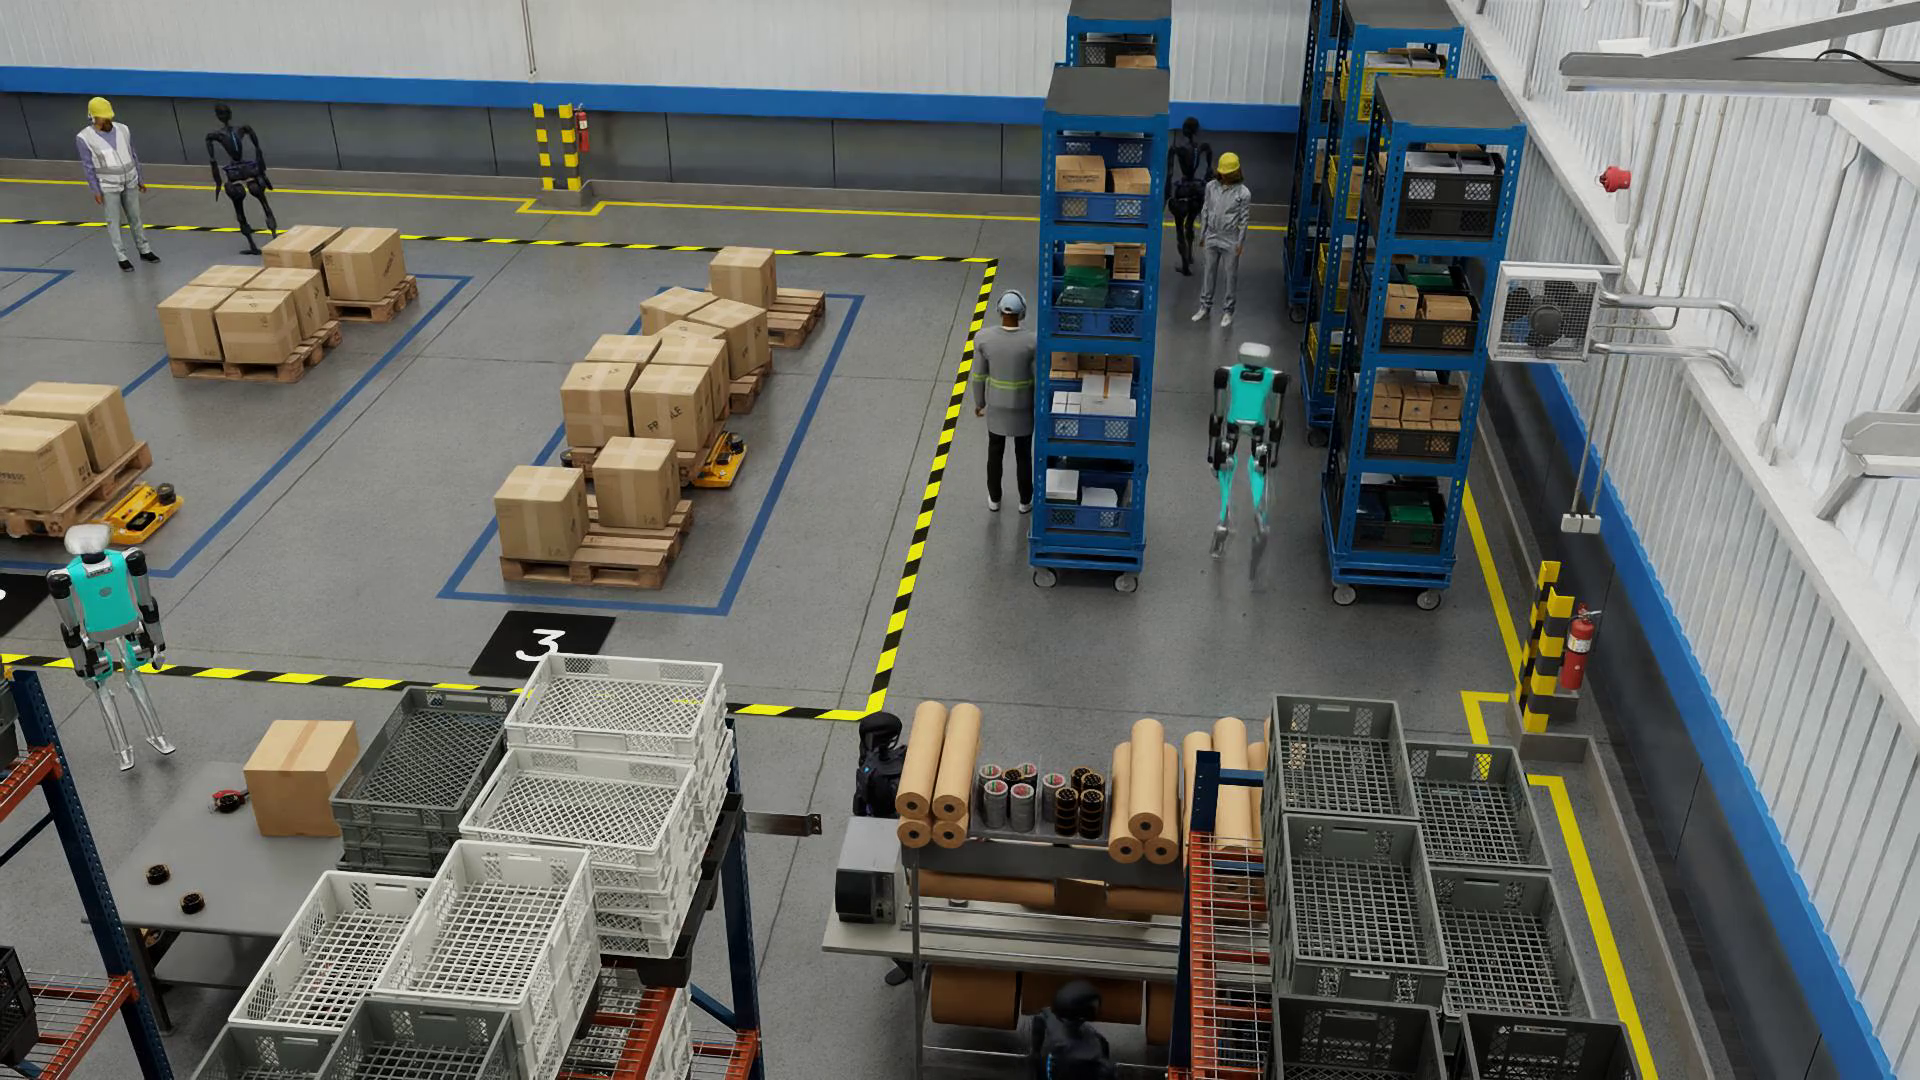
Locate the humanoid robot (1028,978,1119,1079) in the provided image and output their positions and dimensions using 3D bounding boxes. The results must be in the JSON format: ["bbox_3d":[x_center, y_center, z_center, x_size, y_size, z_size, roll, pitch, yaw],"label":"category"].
[{"bbox_3d":[0.502,2.473,7.018,0.386,1.648,0.603,-21,36,-32],"label":"humanoid robot"}]

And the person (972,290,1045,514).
[{"bbox_3d":[0.395,-1.076,12.947,0.588,1.853,0.394,7,31,12],"label":"person"}]

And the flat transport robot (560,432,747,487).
[{"bbox_3d":[-2.554,-0.707,13.861,1.431,0.197,0.652,3,30,6],"label":"flat transport robot"}]

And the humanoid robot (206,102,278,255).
[{"bbox_3d":[-7.719,-3.872,17.929,0.611,1.648,0.461,-20,36,-31],"label":"humanoid robot"}]

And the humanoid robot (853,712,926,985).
[{"bbox_3d":[-0.369,1.571,8.563,0.315,1.654,0.599,-15,34,-24],"label":"humanoid robot"}]

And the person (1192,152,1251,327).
[{"bbox_3d":[2.564,-2.945,16.266,0.485,1.743,0.299,17,34,27],"label":"person"}]

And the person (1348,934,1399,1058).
[{"bbox_3d":[1.646,2.351,7.085,0.699,1.829,0.405,-15,33,-24],"label":"person"}]

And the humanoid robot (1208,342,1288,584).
[{"bbox_3d":[2.051,-0.468,12.092,0.532,1.818,0.809,5,31,8],"label":"humanoid robot"}]

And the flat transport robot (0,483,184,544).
[{"bbox_3d":[-6.963,-0.249,13.073,1.431,0.197,0.652,3,30,6],"label":"flat transport robot"}]

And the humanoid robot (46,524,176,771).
[{"bbox_3d":[-5.152,0.582,10.084,0.533,1.673,0.735,-22,37,-32],"label":"humanoid robot"}]

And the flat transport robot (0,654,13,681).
[{"bbox_3d":[-7.142,0.969,11.010,1.431,0.231,0.659,3,30,6],"label":"flat transport robot"}]

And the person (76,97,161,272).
[{"bbox_3d":[-8.915,-3.774,17.601,0.404,1.832,0.588,19,35,29],"label":"person"}]

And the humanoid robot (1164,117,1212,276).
[{"bbox_3d":[2.375,-3.626,17.509,0.611,1.644,0.460,-11,32,-19],"label":"humanoid robot"}]
